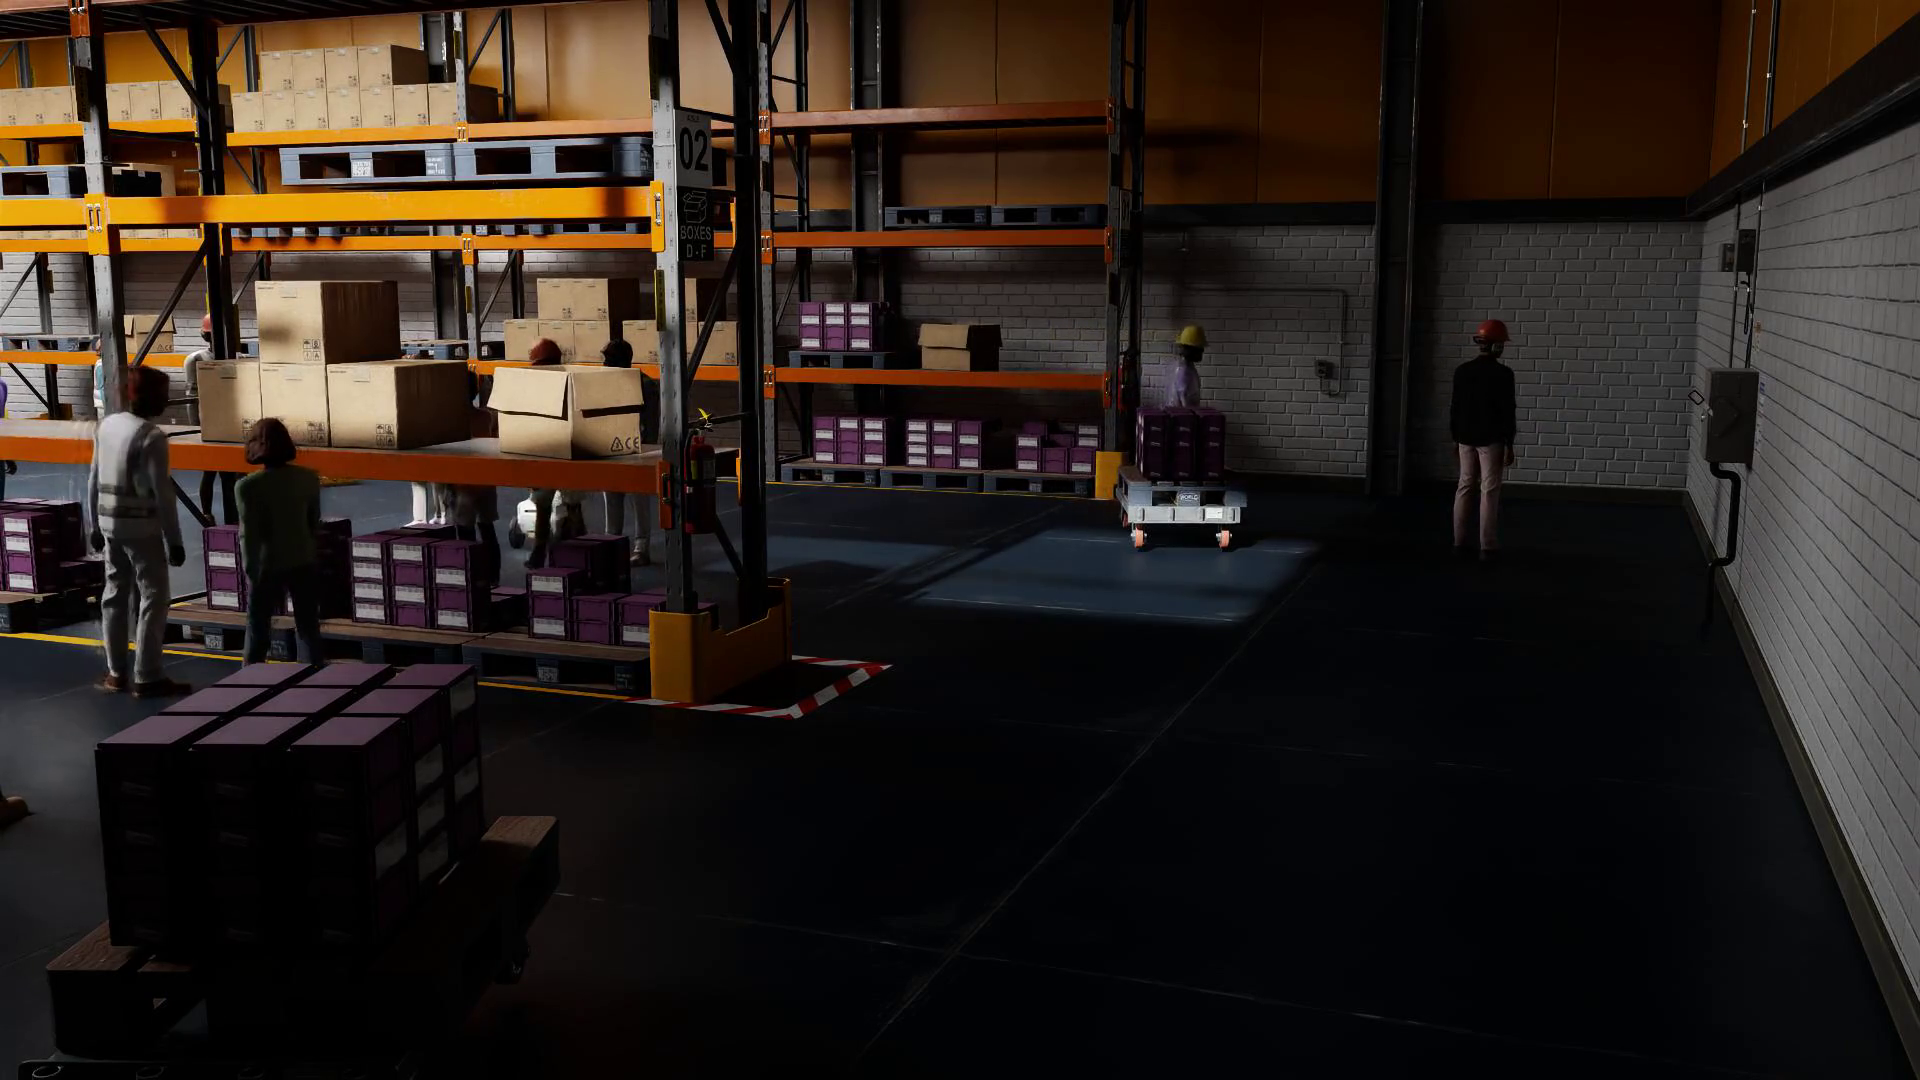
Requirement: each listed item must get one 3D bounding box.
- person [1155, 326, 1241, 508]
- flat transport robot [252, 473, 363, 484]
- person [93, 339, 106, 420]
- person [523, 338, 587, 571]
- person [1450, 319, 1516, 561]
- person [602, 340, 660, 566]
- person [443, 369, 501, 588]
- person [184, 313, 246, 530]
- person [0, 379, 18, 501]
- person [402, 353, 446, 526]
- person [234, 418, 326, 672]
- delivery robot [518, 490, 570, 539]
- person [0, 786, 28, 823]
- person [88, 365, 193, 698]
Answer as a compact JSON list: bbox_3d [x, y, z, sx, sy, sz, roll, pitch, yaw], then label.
[{"bbox_3d":[2.234,-1.105,15.920,0.953,1.868,0.614,1,9,9],"label":"person"},{"bbox_3d":[-7.483,-0.802,19.033,1.431,0.197,0.652,9,12,43],"label":"flat transport robot"},{"bbox_3d":[-9.998,-1.558,19.533,0.315,1.629,0.509,-3,10,-18],"label":"person"},{"bbox_3d":[-3.103,-0.600,12.760,0.563,1.869,0.981,-6,11,-34],"label":"person"},{"bbox_3d":[4.354,-0.827,13.796,0.396,1.992,0.623,-6,11,-32],"label":"person"},{"bbox_3d":[-2.738,-0.703,13.508,0.624,1.841,0.430,4,10,25],"label":"person"},{"bbox_3d":[-3.516,-0.384,11.947,0.317,1.695,0.539,4,10,21],"label":"person"},{"bbox_3d":[-6.607,-1.031,14.925,0.393,2.041,0.613,5,10,30],"label":"person"},{"bbox_3d":[-7.809,-0.665,13.239,0.376,1.844,0.573,3,10,20],"label":"person"},{"bbox_3d":[-5.020,-0.921,15.503,0.310,1.636,0.523,5,10,29],"label":"person"},{"bbox_3d":[-3.681,0.148,8.923,0.730,1.603,0.508,7,12,39],"label":"person"},{"bbox_3d":[-3.587,-0.270,14.509,0.477,0.478,0.707,1,9,5],"label":"delivery robot"},{"bbox_3d":[-4.386,0.220,7.076,0.677,2.000,0.536,1,9,7],"label":"person"},{"bbox_3d":[-4.648,-0.044,9.312,0.708,1.865,0.346,5,10,27],"label":"person"}]
